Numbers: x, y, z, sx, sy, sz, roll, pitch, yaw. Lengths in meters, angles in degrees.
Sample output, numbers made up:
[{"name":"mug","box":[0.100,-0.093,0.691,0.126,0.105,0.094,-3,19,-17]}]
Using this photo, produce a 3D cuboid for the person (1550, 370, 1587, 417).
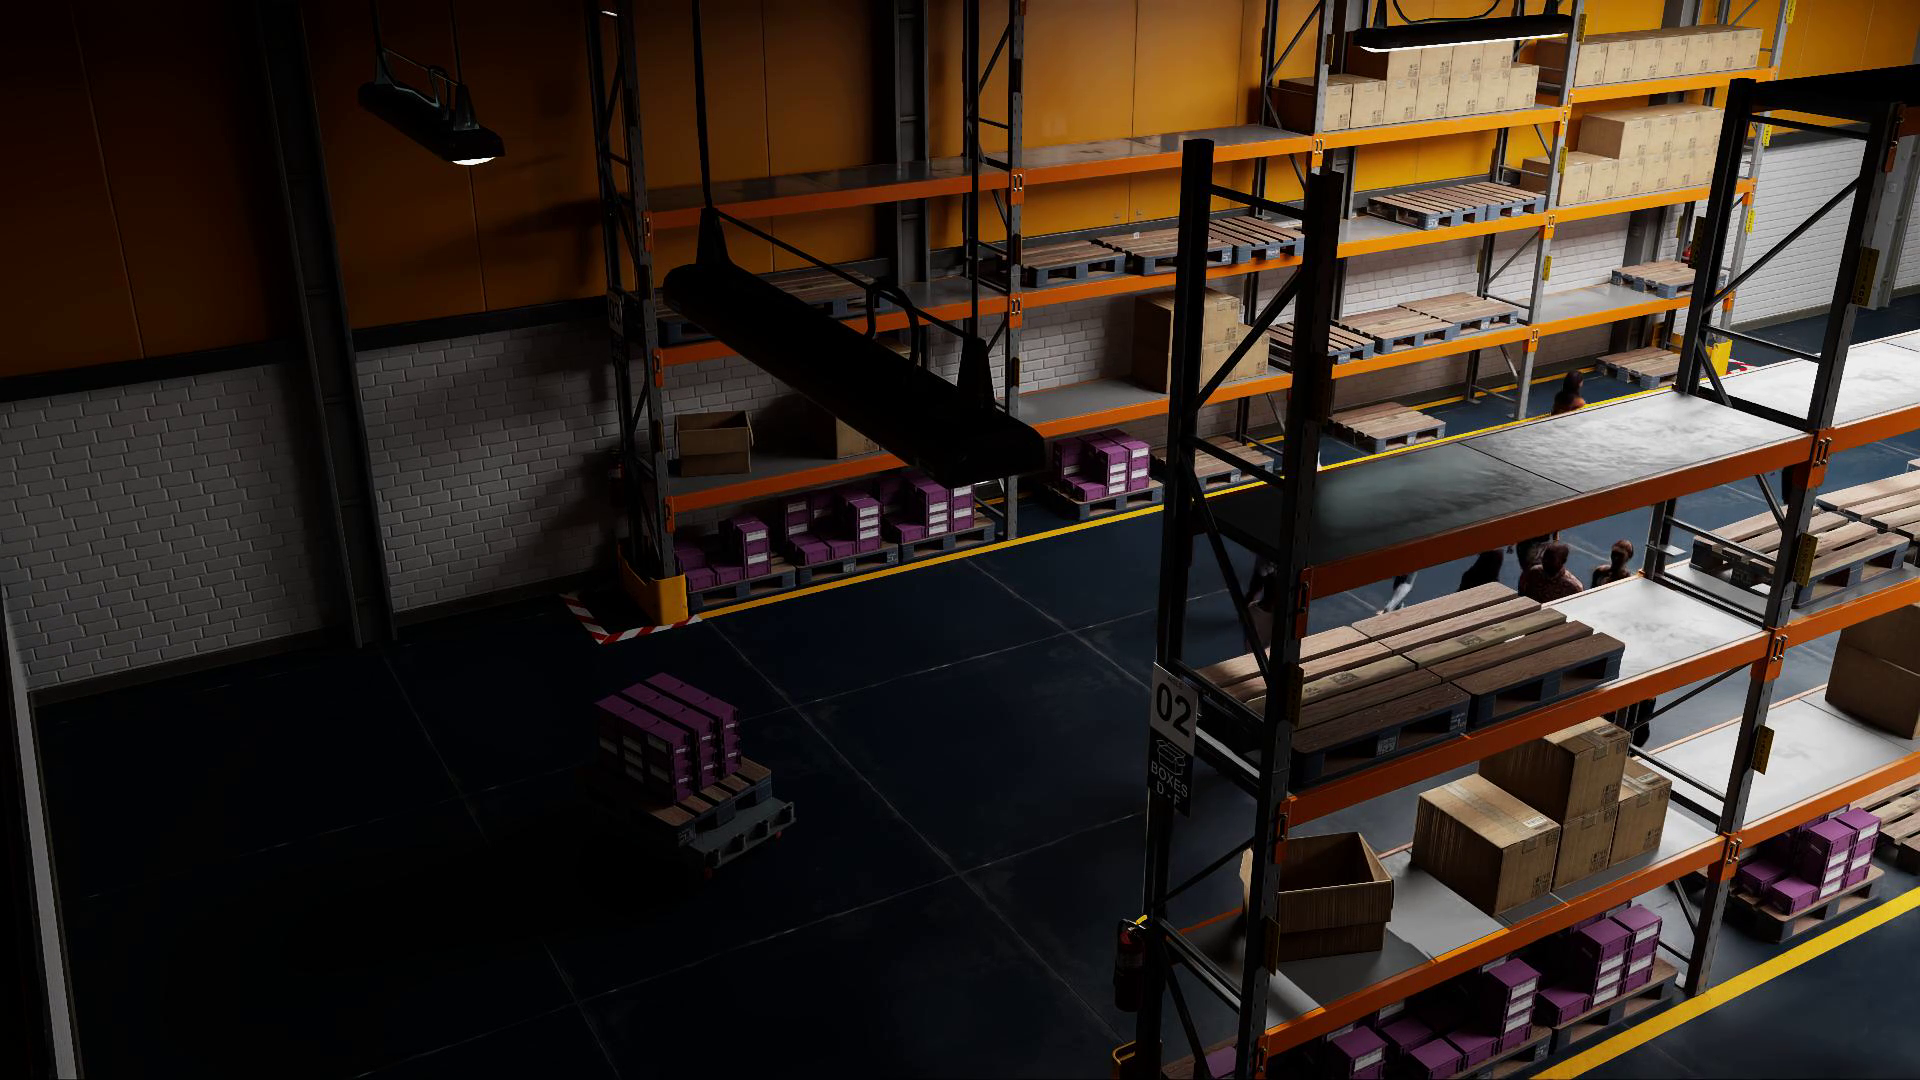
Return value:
[{"name":"person","box":[6.814,-1.093,18.989,1.046,1.643,0.592,-12,26,-26]}]

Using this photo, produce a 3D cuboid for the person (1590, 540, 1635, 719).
[{"name":"person","box":[5.679,0.783,14.621,0.641,1.704,0.662,17,29,34]}]

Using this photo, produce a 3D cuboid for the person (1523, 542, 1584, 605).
[{"name":"person","box":[5.058,0.840,14.362,0.647,1.807,0.732,-19,30,-37]}]

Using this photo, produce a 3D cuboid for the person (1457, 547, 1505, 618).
[{"name":"person","box":[4.536,0.781,14.840,0.761,1.533,1.008,17,29,34]}]
